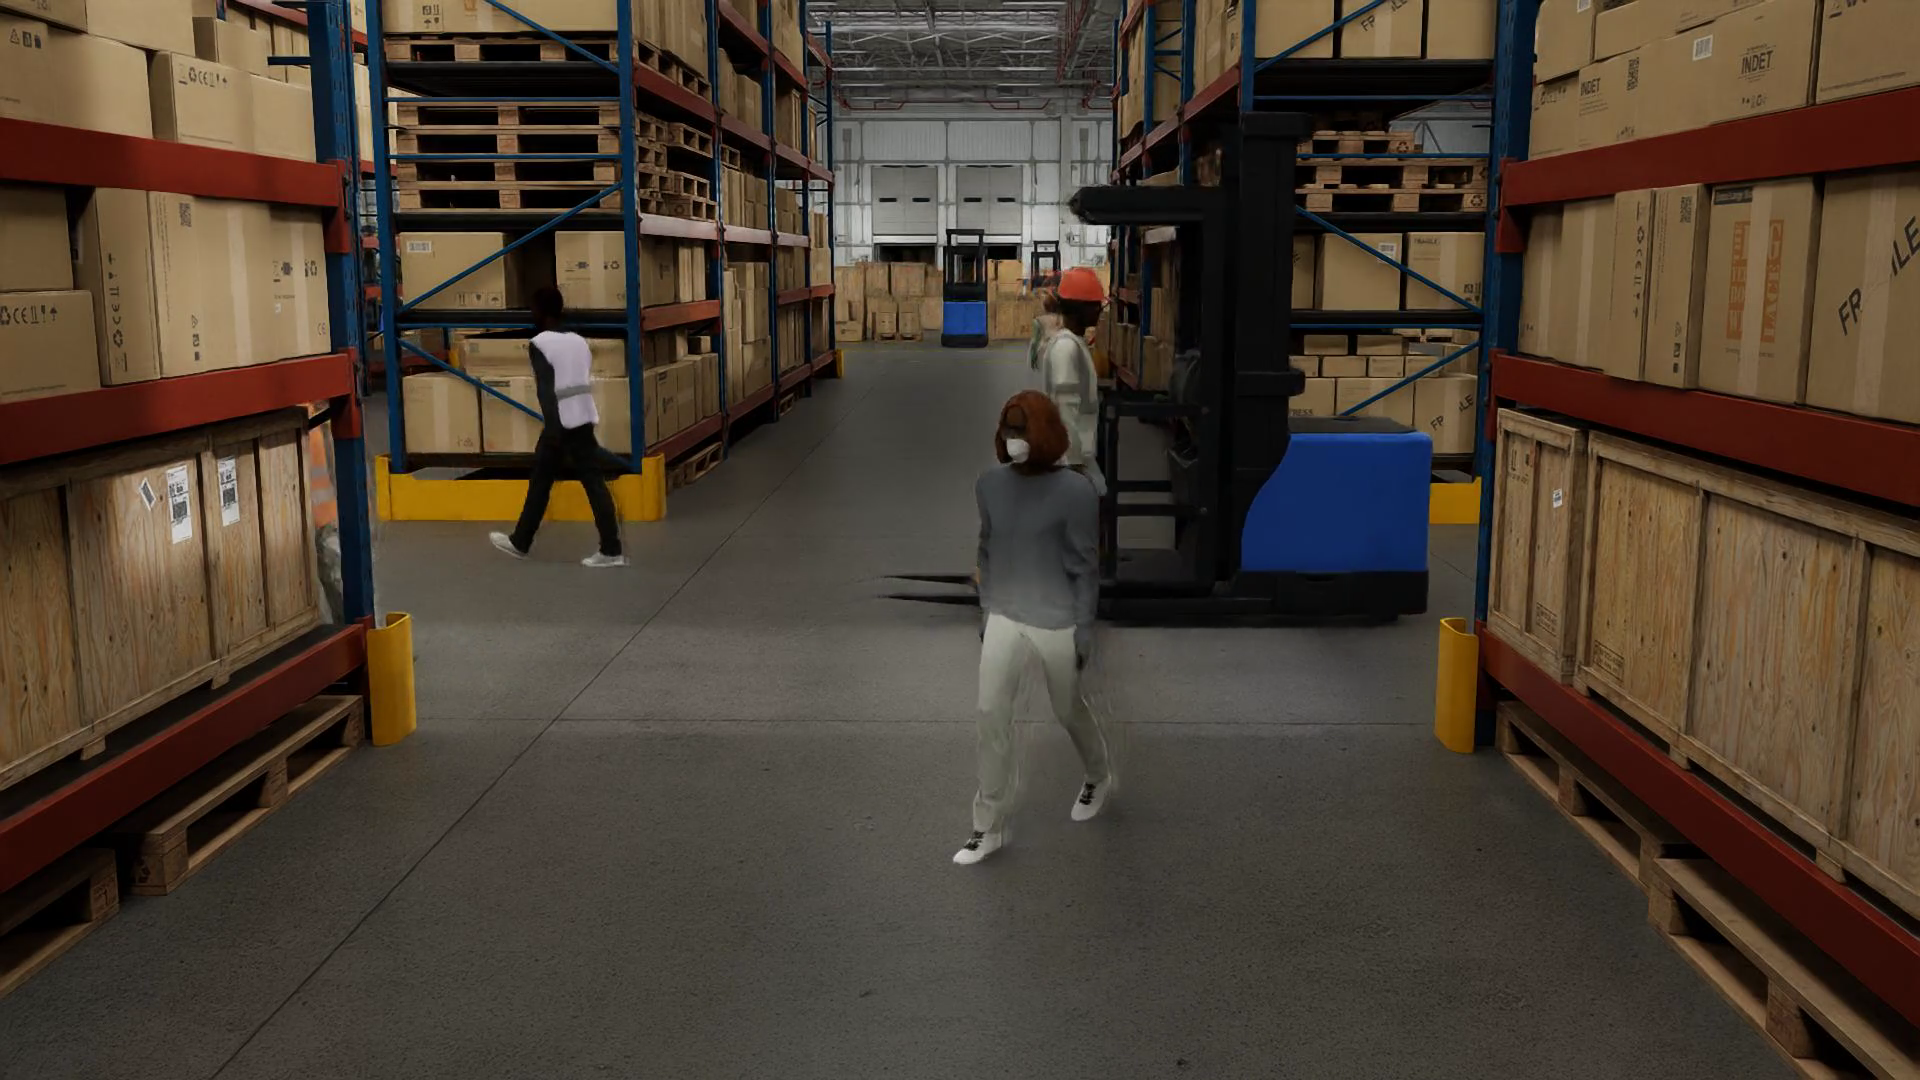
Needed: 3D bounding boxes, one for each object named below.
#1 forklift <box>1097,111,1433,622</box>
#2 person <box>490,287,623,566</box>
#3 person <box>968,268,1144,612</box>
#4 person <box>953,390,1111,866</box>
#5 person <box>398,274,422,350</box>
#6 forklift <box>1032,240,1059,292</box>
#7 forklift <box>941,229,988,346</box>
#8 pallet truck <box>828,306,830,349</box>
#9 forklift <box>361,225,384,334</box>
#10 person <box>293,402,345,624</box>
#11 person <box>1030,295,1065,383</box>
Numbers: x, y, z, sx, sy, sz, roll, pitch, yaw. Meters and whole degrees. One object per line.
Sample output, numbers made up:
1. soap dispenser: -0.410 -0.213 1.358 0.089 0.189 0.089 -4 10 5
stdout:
1. forklift: 1.693 -0.998 9.540 1.873 2.768 1.129 0 9 1
2. person: -2.692 -0.750 11.118 1.045 1.849 0.608 4 10 25
3. person: 0.559 -0.555 9.541 1.030 2.005 0.618 2 10 10
4. person: 0.293 0.271 5.791 0.508 1.603 0.819 6 11 33
5. person: -11.488 -4.681 34.793 0.982 1.809 0.538 3 10 19
6. forklift: 3.172 -9.648 61.356 1.129 2.768 1.873 0 9 1
7. forklift: 0.124 -6.117 40.203 1.129 2.768 1.873 0 9 1
8. pallet truck: -3.100 -3.940 29.800 1.885 1.965 0.823 3 10 19
9. forklift: -13.162 -5.463 36.288 1.129 2.768 1.873 0 9 1
10. person: -3.185 -0.082 7.858 0.811 1.608 0.507 1 9 4
11. person: 1.155 -2.276 20.968 0.545 1.602 0.757 0 9 0
